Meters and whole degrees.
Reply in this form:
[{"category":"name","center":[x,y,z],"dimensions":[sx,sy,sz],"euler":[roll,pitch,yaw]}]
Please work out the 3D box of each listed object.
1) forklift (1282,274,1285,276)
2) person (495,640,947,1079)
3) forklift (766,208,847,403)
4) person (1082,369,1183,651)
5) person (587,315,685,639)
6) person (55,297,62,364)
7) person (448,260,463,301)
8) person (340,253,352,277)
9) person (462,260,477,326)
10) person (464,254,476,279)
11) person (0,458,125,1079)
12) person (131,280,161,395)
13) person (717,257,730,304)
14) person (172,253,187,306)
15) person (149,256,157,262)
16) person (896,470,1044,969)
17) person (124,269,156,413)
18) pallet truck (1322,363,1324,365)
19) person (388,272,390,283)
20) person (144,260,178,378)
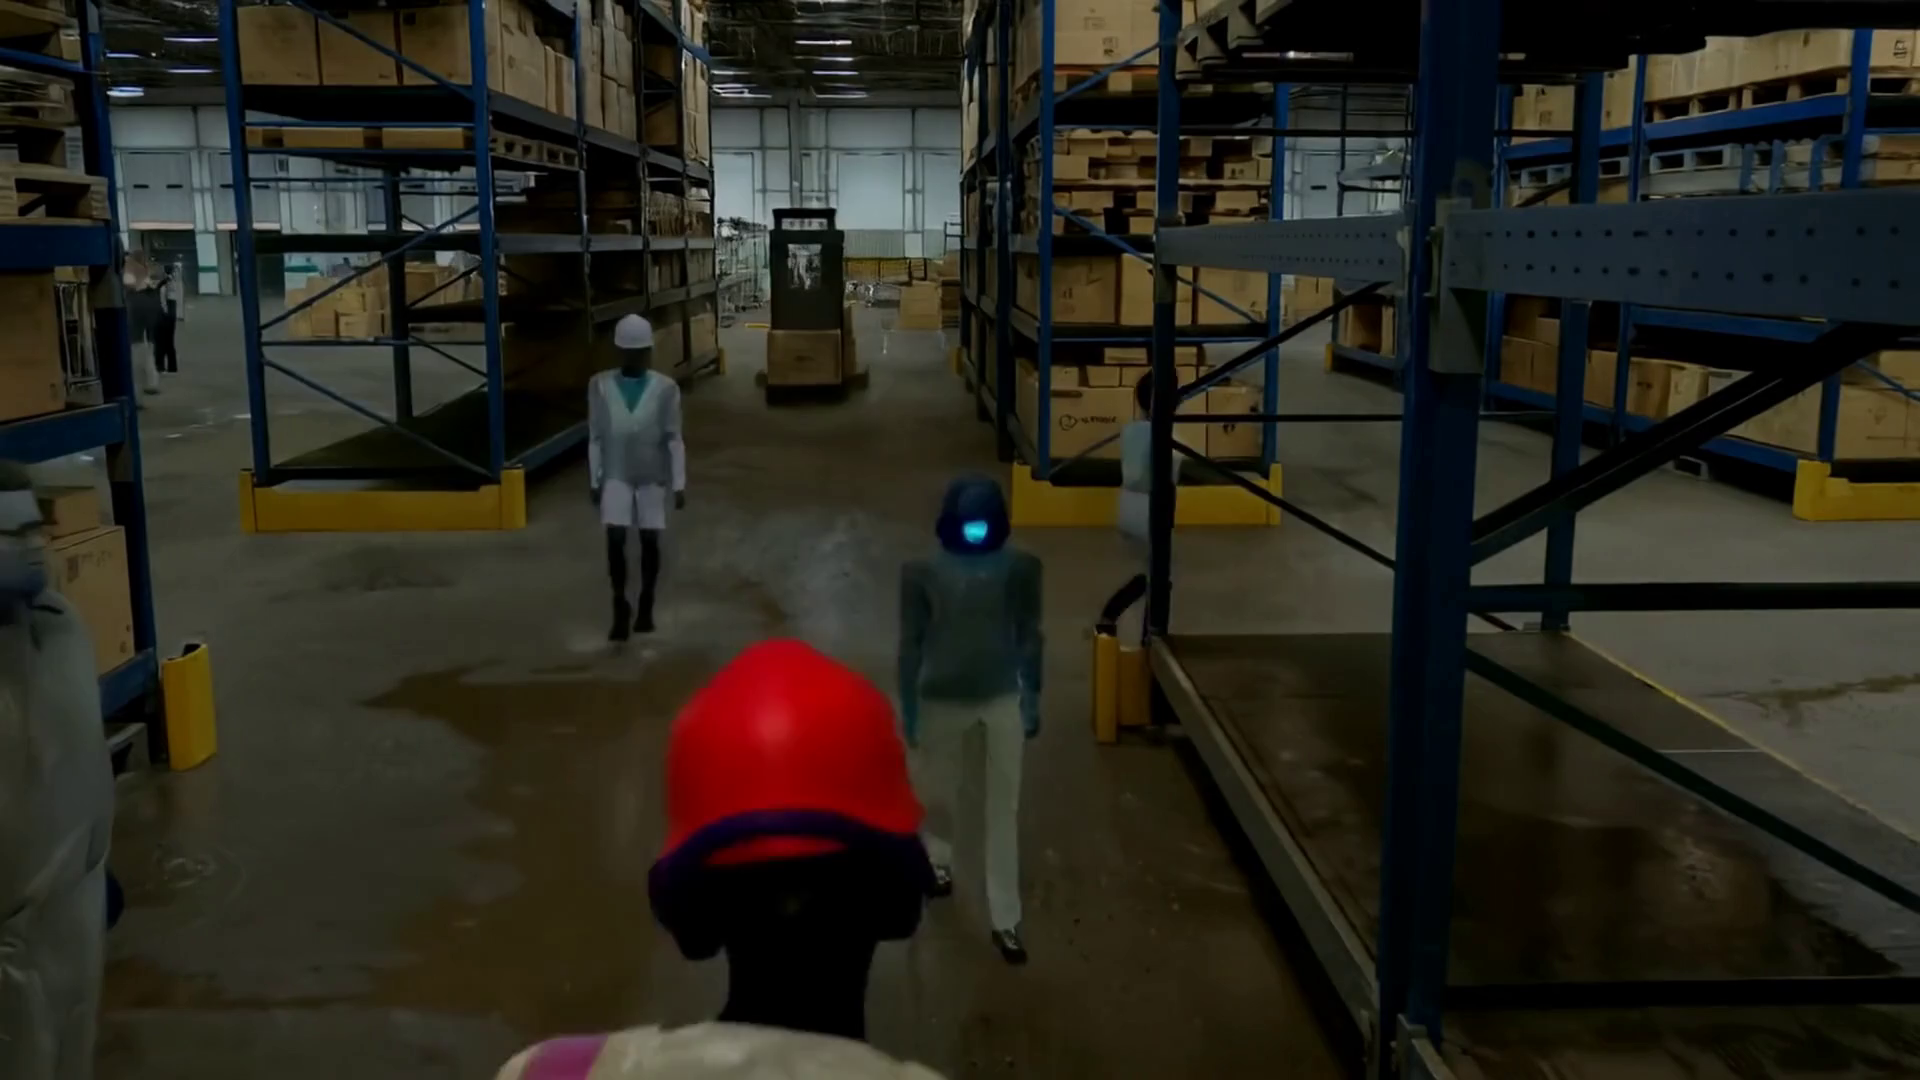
[{"category":"forklift","center":[12.240,-10.302,62.509],"dimensions":[1.129,2.768,1.873],"euler":[0,10,-2]},{"category":"person","center":[-0.174,1.108,1.475],"dimensions":[0.662,1.990,1.047],"euler":[2,10,13]},{"category":"forklift","center":[-2.263,-3.459,24.389],"dimensions":[1.129,2.768,1.873],"euler":[0,10,-2]},{"category":"person","center":[0.968,-0.083,8.907],"dimensions":[0.447,1.680,0.541],"euler":[-4,11,-21]},{"category":"person","center":[-1.913,-0.358,9.797],"dimensions":[0.587,1.911,0.713],"euler":[-1,10,-6]},{"category":"person","center":[-17.329,-4.232,31.331],"dimensions":[0.651,1.935,0.416],"euler":[-7,12,-33]},{"category":"person","center":[-14.140,-7.001,47.053],"dimensions":[0.717,1.839,0.581],"euler":[-2,10,-12]},{"category":"person","center":[-23.376,-9.959,63.301],"dimensions":[0.587,1.911,0.608],"euler":[4,11,22]},{"category":"person","center":[-13.678,-6.869,46.291],"dimensions":[0.346,1.840,0.505],"euler":[4,11,21]},{"category":"person","center":[-16.881,-8.975,57.813],"dimensions":[0.828,1.909,0.644],"euler":[-6,12,-30]},{"category":"person","center":[-2.008,0.770,3.551],"dimensions":[0.403,1.904,0.650],"euler":[1,10,5]},{"category":"person","center":[-12.604,-3.118,25.676],"dimensions":[0.405,1.750,0.547],"euler":[-2,10,-12]},{"category":"person","center":[-9.007,-9.768,62.286],"dimensions":[0.964,1.888,0.561],"euler":[0,10,0]},{"category":"person","center":[-28.429,-9.465,60.512],"dimensions":[0.605,1.933,0.476],"euler":[9,13,40]},{"category":"person","center":[-28.443,-9.112,58.776],"dimensions":[0.637,1.842,0.429],"euler":[3,11,18]},{"category":"person","center":[0.032,0.547,5.672],"dimensions":[0.503,1.599,0.831],"euler":[-1,10,-4]},{"category":"person","center":[-11.393,-2.717,22.777],"dimensions":[0.677,1.975,0.518],"euler":[-6,12,-32]},{"category":"pallet truck","center":[7.712,-4.157,30.737],"dimensions":[1.885,1.965,0.823],"euler":[3,11,16]},{"category":"person","center":[-18.736,-8.403,55.258],"dimensions":[0.534,1.692,0.321],"euler":[-9,14,-41]},{"category":"person","center":[-13.874,-3.831,28.803],"dimensions":[0.678,2.000,0.537],"euler":[6,12,30]}]
